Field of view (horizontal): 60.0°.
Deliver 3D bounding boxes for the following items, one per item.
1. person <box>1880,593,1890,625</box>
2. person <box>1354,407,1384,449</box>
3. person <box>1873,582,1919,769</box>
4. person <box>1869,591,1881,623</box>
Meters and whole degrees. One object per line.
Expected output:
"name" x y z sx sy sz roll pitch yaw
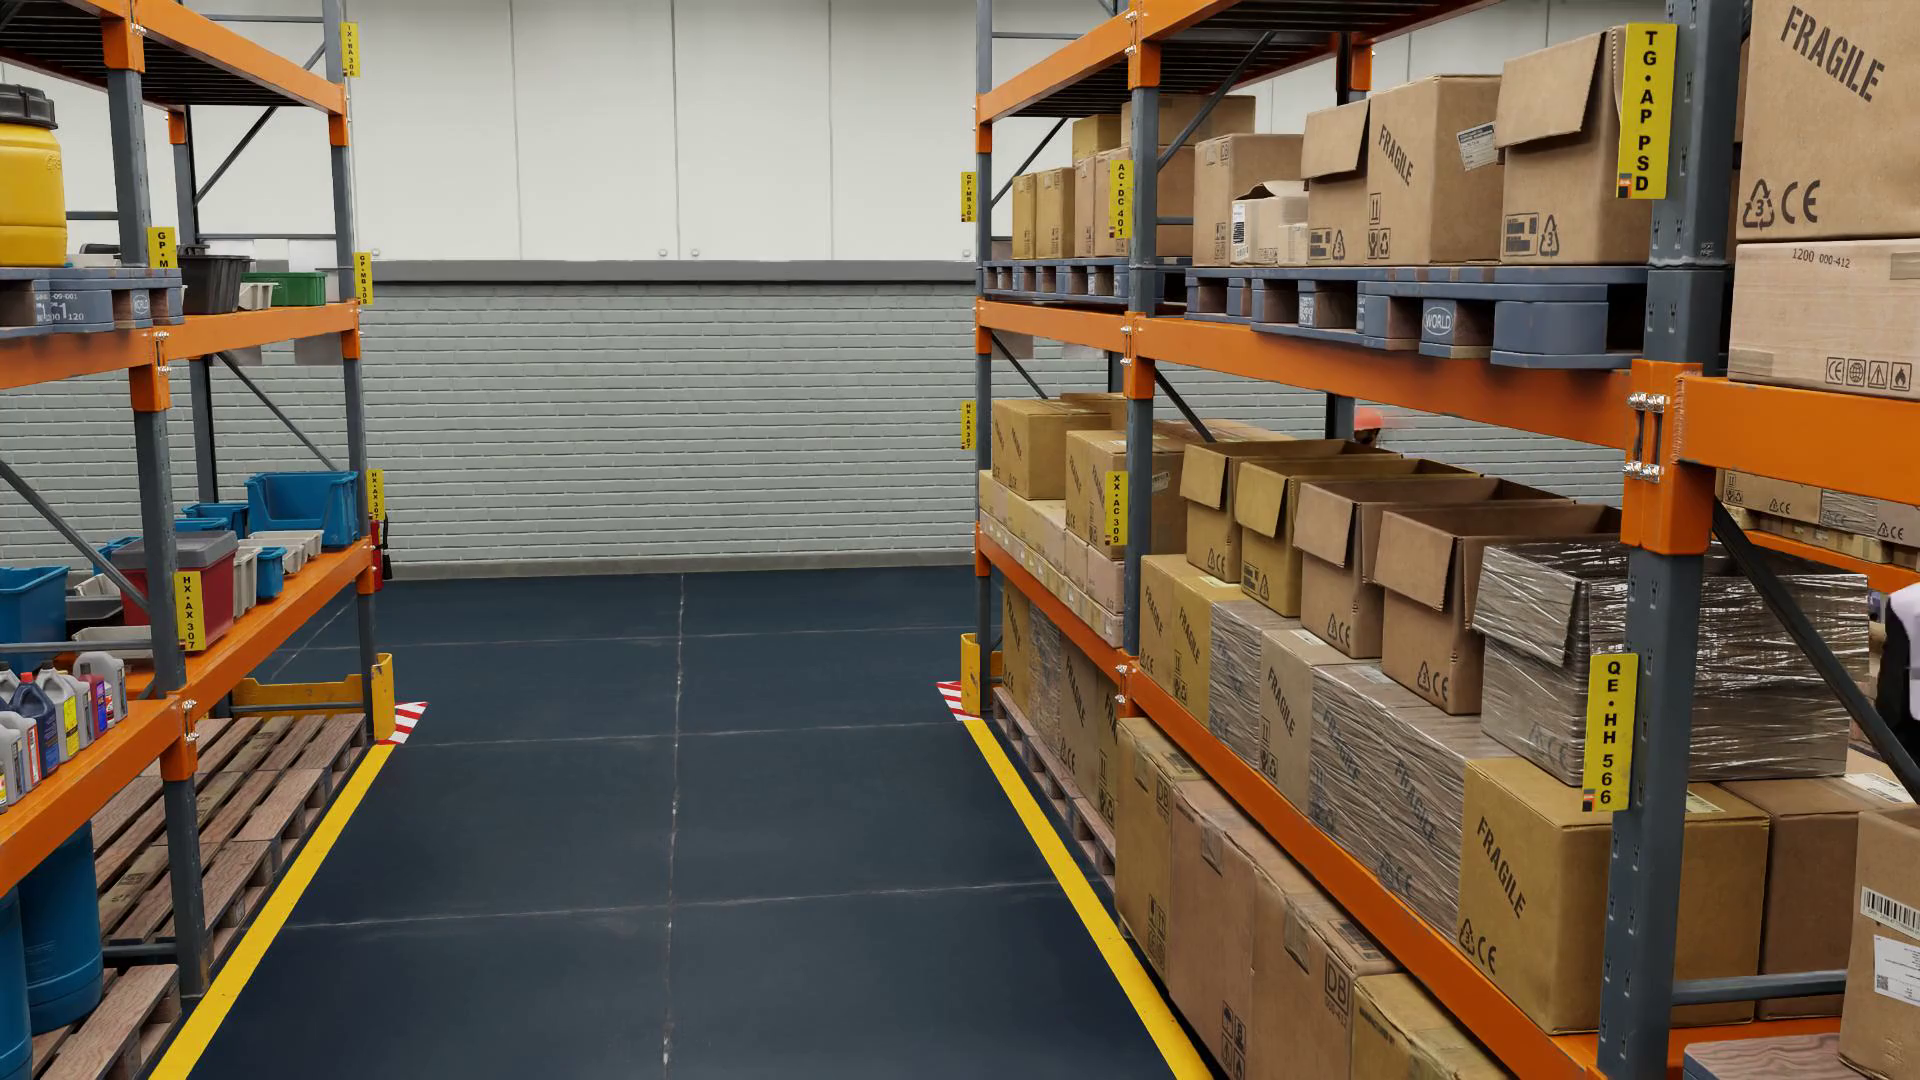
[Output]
"person" 7.378 0.129 13.012 0.519 1.604 0.735 4 10 21
"person" 3.511 -0.170 13.955 0.736 1.914 0.549 -1 9 -9
"person" 4.597 0.833 7.778 0.607 1.903 0.641 0 9 -1
"person" 7.809 -0.060 13.451 0.638 1.861 0.974 -8 12 -40
